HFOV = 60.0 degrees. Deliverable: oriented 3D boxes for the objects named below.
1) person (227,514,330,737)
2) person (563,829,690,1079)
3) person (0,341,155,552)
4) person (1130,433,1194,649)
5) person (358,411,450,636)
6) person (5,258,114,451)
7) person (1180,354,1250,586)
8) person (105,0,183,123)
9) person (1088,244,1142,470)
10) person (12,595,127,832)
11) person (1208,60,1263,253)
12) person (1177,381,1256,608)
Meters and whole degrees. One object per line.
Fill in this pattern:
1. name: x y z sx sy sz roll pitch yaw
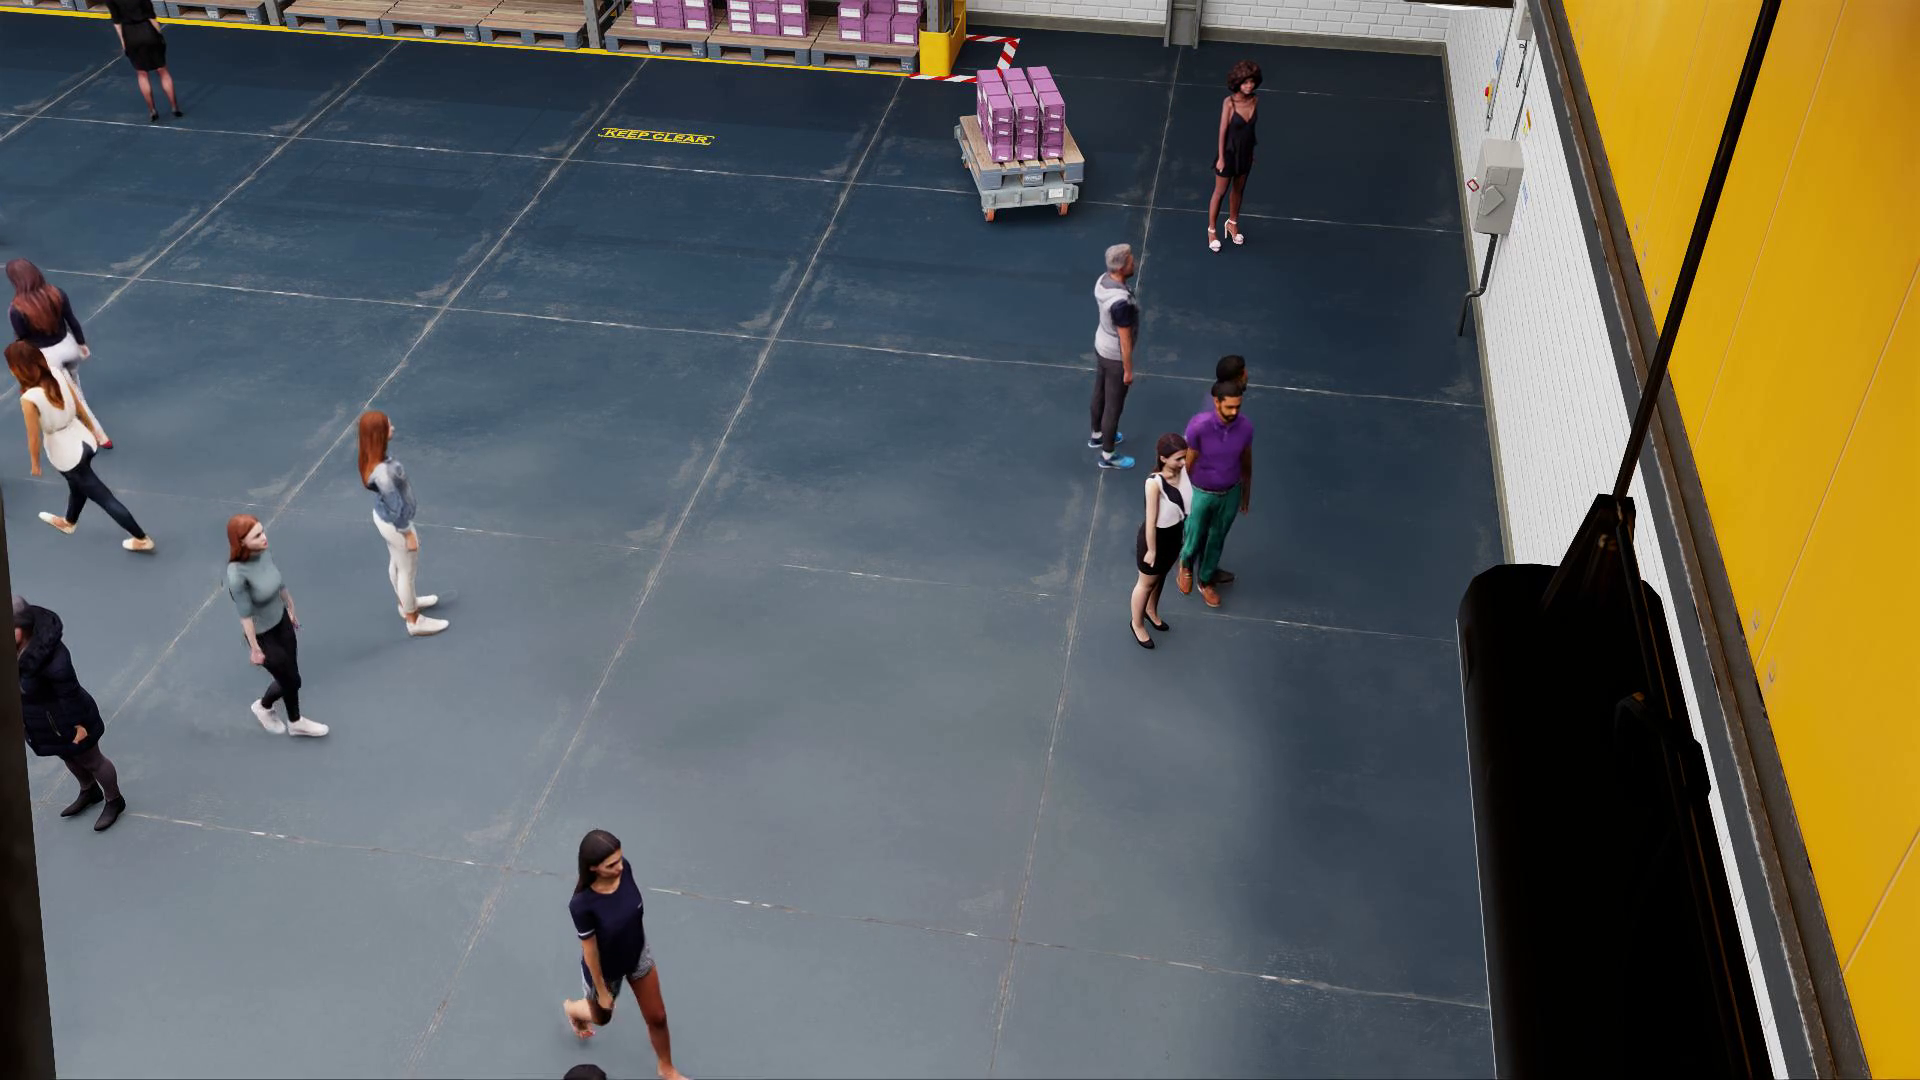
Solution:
1. person: -4.253 0.557 10.078 0.658 1.729 0.580 7 39 8
2. person: -1.759 2.057 8.192 1.138 1.737 0.897 25 45 28
3. person: -6.036 -0.585 11.497 1.094 1.743 0.633 5 39 7
4. person: 1.314 -0.011 10.854 0.643 1.647 0.636 24 44 27
5. person: -3.730 -0.118 10.945 0.719 1.700 0.688 -19 42 -22
6. person: -6.815 -1.358 12.612 1.127 1.559 0.838 22 43 25
7. person: 1.660 -0.486 11.347 0.826 1.775 0.684 9 39 11
8. person: -8.505 -5.194 17.301 0.595 1.702 0.715 -13 40 -15
9. person: 1.139 -1.388 12.433 0.717 1.830 0.762 -8 39 -9
10. person: -5.202 0.985 9.588 0.675 1.671 0.799 16 41 19
11. person: 2.496 -3.489 15.096 0.648 1.789 0.723 -19 42 -22
12. person: 1.675 -0.360 11.198 0.718 1.763 0.819 -7 39 -8
